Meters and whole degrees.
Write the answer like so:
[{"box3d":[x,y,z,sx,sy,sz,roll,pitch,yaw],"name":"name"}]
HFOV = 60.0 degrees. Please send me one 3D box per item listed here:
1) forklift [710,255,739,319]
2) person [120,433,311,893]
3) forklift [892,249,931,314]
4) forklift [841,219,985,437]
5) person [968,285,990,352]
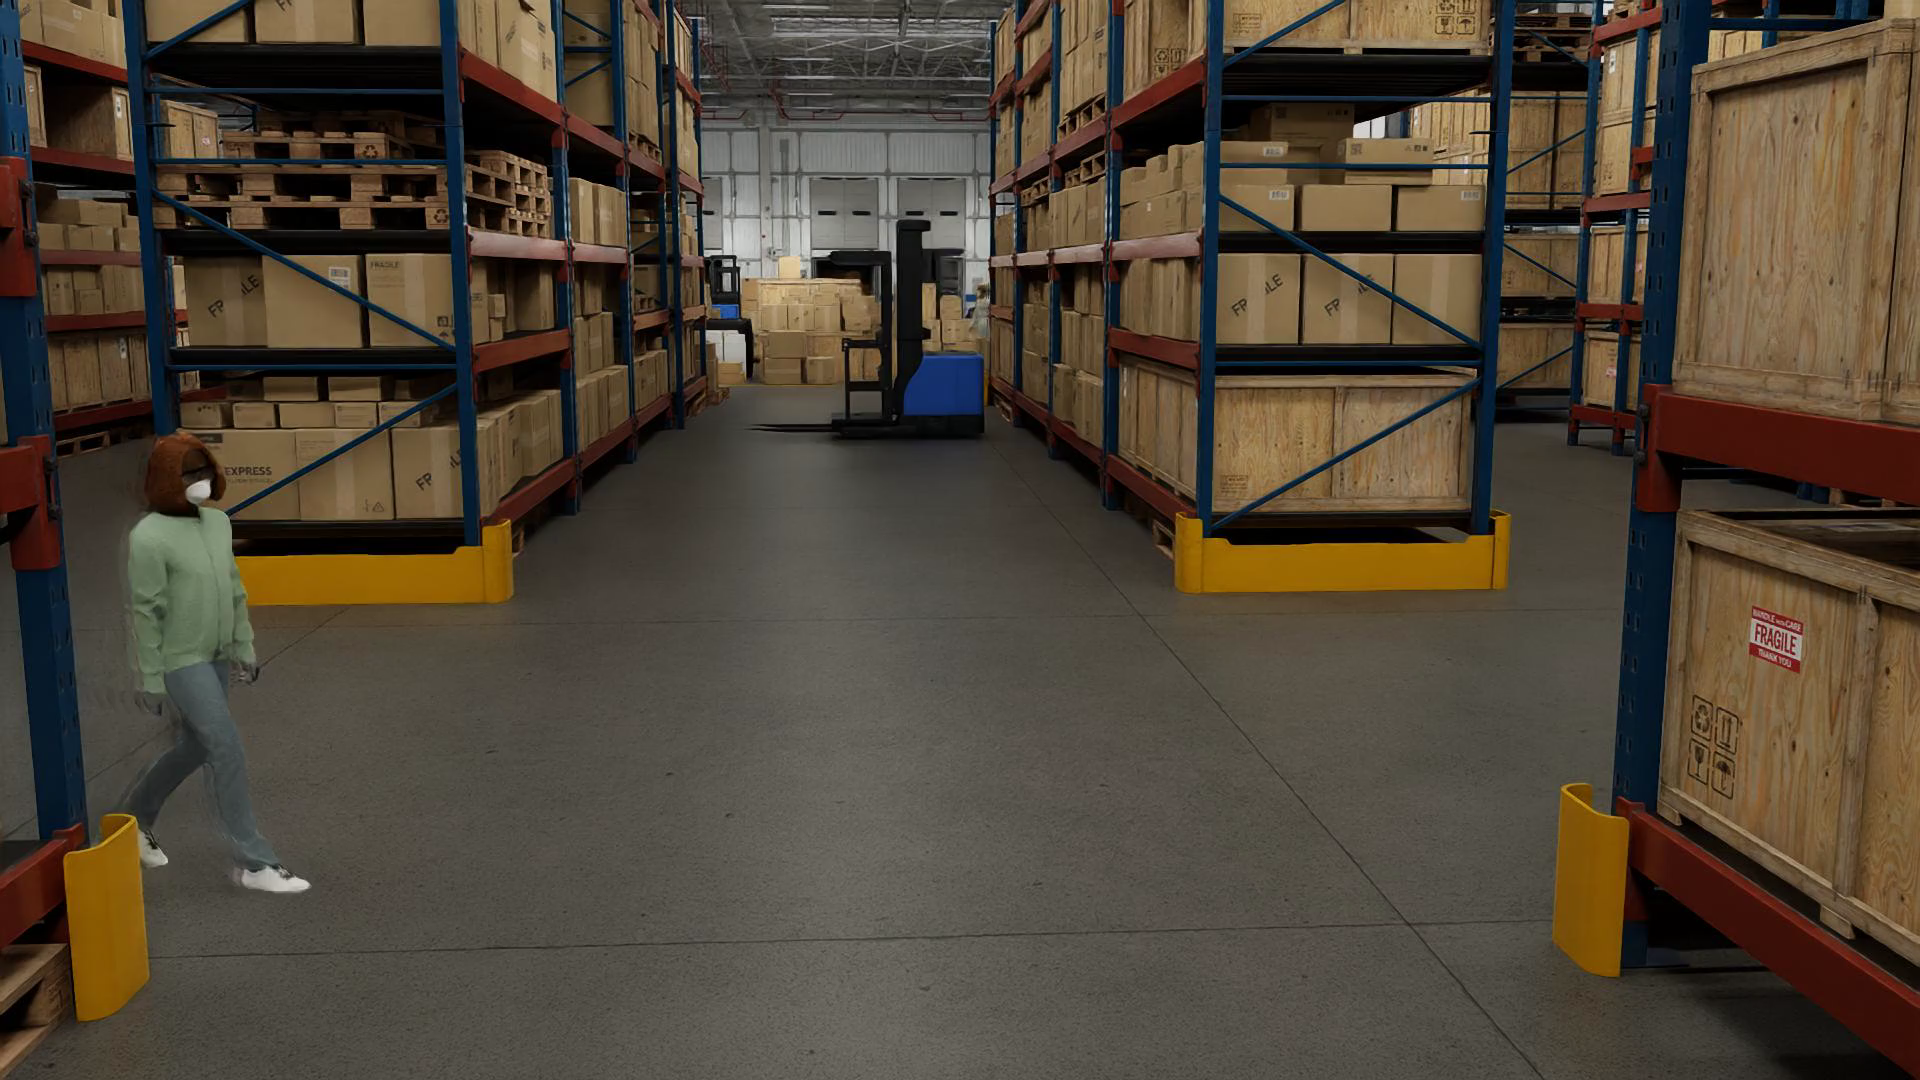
[{"box3d":[-8.368,-8.713,59.038,1.129,2.768,1.873,-1,9,-4],"name":"forklift"},{"box3d":[-2.669,0.417,5.762,0.817,1.593,0.510,1,9,7],"name":"person"},{"box3d":[-1.021,-6.480,45.020,1.873,2.768,1.129,-2,9,-12],"name":"forklift"},{"box3d":[-0.640,-2.784,21.811,1.873,2.768,1.129,-1,9,-4],"name":"forklift"},{"box3d":[0.437,-4.889,38.130,0.995,1.888,0.648,-3,10,-20],"name":"person"}]
